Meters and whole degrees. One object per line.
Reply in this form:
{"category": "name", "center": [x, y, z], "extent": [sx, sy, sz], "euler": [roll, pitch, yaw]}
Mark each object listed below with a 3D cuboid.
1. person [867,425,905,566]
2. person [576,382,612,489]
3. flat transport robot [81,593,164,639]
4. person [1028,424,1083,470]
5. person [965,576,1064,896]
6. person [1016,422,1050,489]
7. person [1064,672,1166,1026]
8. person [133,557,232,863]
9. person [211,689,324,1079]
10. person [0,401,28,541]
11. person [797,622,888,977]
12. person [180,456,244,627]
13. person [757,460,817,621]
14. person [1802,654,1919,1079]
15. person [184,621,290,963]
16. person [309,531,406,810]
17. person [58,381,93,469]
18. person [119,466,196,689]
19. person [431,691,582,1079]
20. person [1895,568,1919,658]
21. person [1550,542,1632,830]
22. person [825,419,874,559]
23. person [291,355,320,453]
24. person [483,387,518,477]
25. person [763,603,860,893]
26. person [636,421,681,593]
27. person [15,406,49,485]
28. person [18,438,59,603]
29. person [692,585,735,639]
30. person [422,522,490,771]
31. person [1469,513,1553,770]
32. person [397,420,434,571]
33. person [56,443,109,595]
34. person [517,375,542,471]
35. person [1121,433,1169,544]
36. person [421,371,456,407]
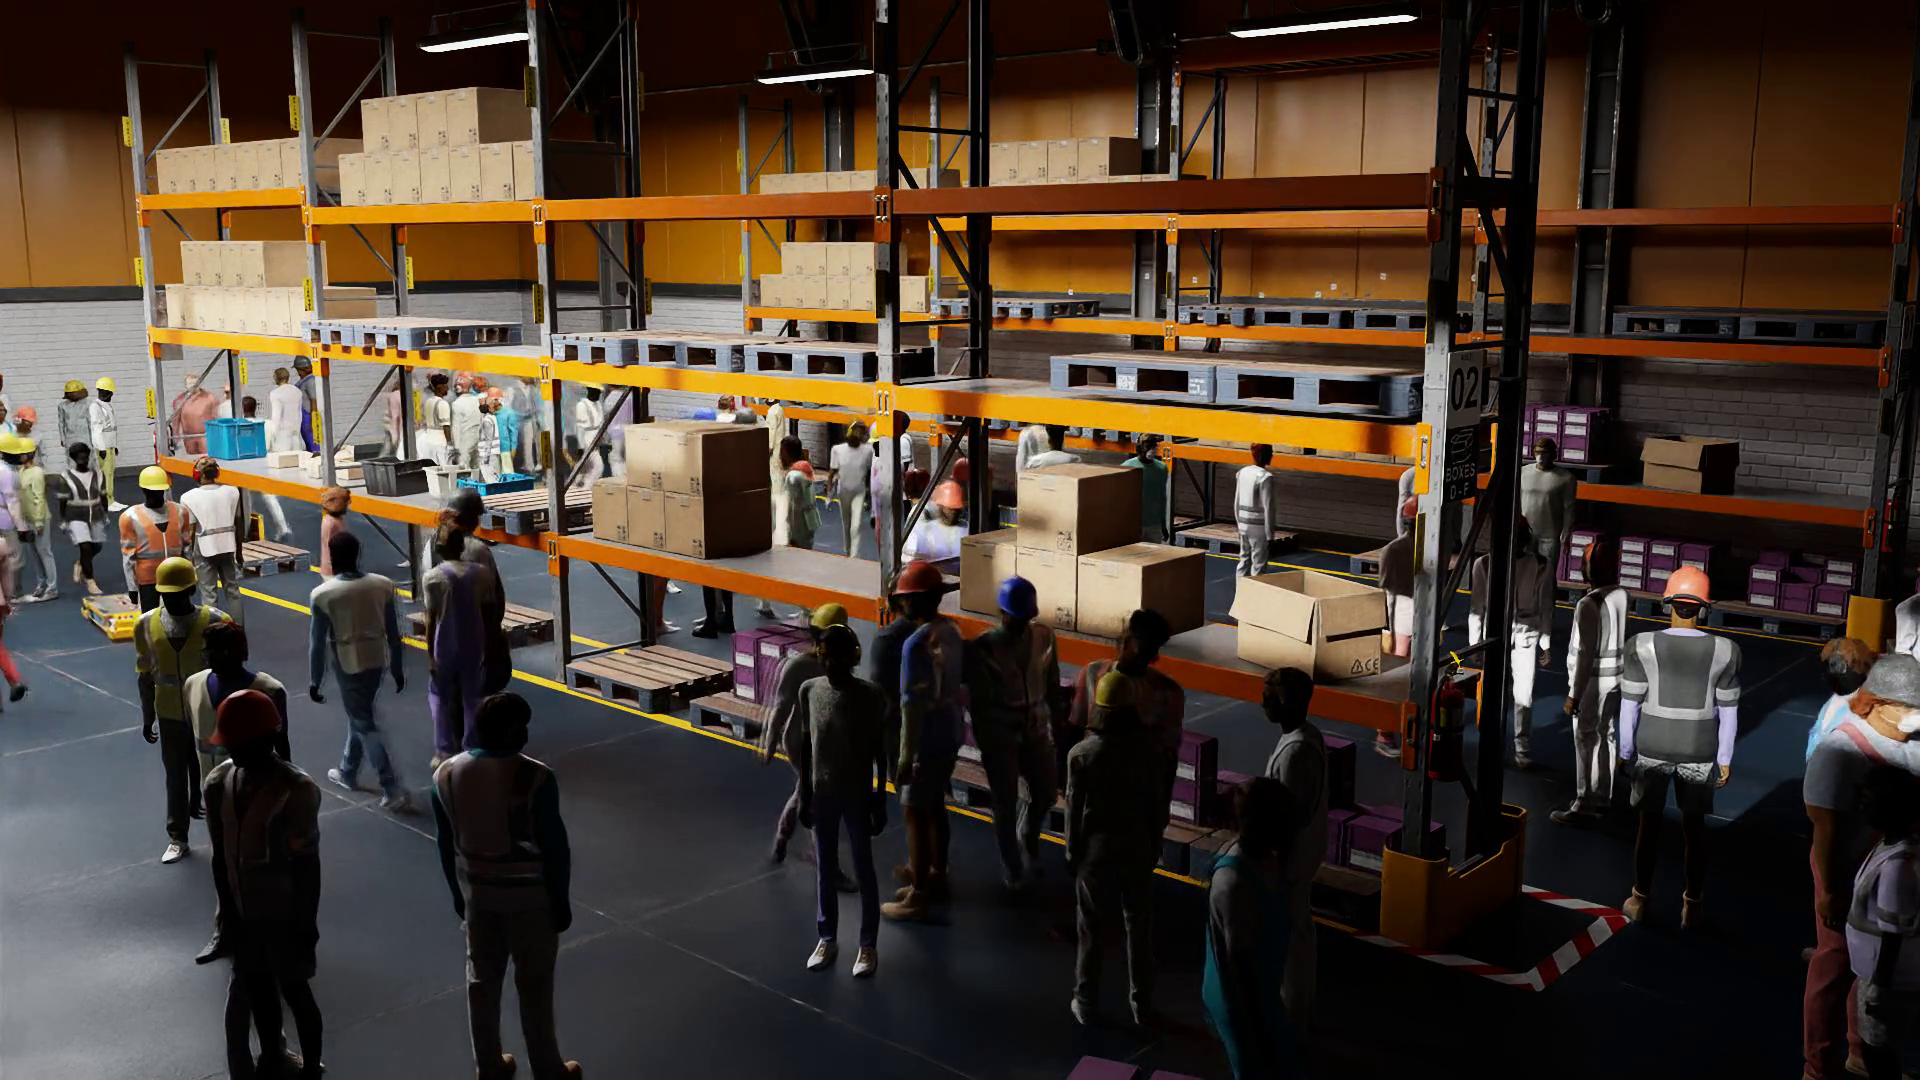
{"category": "person", "center": [-0.793, -0.282, 17.648], "extent": [0.401, 1.919, 0.582], "euler": [-6, 11, -28]}
{"category": "person", "center": [-5.292, -1.423, 24.152], "extent": [0.556, 1.897, 0.583], "euler": [2, 10, 11]}
{"category": "flat transport robot", "center": [-8.271, 0.725, 16.594], "extent": [0.652, 0.197, 1.431], "euler": [-8, 13, -37]}
{"category": "person", "center": [1.008, -0.285, 17.563], "extent": [0.605, 1.956, 0.388], "euler": [1, 10, 8]}
{"category": "person", "center": [0.335, 1.132, 9.635], "extent": [0.633, 1.917, 0.477], "euler": [-4, 11, -23]}
{"category": "person", "center": [0.983, -0.835, 21.039], "extent": [0.607, 1.818, 0.611], "euler": [-9, 13, -40]}
{"category": "person", "center": [0.748, 1.498, 8.099], "extent": [0.489, 1.735, 0.342], "euler": [-1, 10, -4]}
{"category": "person", "center": [-4.719, 1.039, 10.182], "extent": [0.584, 1.918, 0.408], "euler": [-2, 10, -9]}
{"category": "person", "center": [-2.983, 1.569, 7.145], "extent": [0.545, 1.928, 0.390], "euler": [5, 11, 24]}
{"category": "person", "center": [-12.173, -0.866, 21.144], "extent": [0.345, 1.846, 0.507], "euler": [4, 11, 22]}
{"category": "person", "center": [-0.613, 1.336, 8.652], "extent": [0.511, 1.863, 0.327], "euler": [3, 11, 19]}
{"category": "person", "center": [-6.918, 0.141, 15.448], "extent": [0.373, 1.843, 0.572], "euler": [7, 12, 35]}
{"category": "person", "center": [-1.687, 0.029, 16.589], "extent": [0.933, 1.687, 0.565], "euler": [7, 12, 33]}
{"category": "person", "center": [4.053, 1.485, 7.296], "extent": [0.681, 2.000, 0.538], "euler": [-5, 11, -27]}
{"category": "person", "center": [-3.798, 1.317, 8.788], "extent": [0.563, 1.847, 0.392], "euler": [2, 10, 9]}
{"category": "person", "center": [-4.078, 0.873, 11.269], "extent": [1.016, 1.880, 0.603], "euler": [8, 13, 38]}
{"category": "person", "center": [-13.445, -1.556, 25.336], "extent": [0.492, 1.740, 0.316], "euler": [-4, 11, -19]}
{"category": "person", "center": [-6.857, 0.315, 14.272], "extent": [0.397, 1.919, 0.581], "euler": [8, 13, 39]}
{"category": "person", "center": [-1.991, 1.572, 7.381], "extent": [0.619, 1.839, 0.430], "euler": [3, 10, 16]}
{"category": "person", "center": [6.554, 0.931, 11.238], "extent": [0.573, 1.749, 0.339], "euler": [-4, 11, -24]}
{"category": "person", "center": [4.120, 0.939, 10.822], "extent": [0.584, 1.883, 0.347], "euler": [-10, 14, -44]}
{"category": "person", "center": [-1.246, -0.484, 19.087], "extent": [0.536, 1.809, 0.951], "euler": [1, 10, 4]}
{"category": "person", "center": [-10.587, -1.983, 26.902], "extent": [0.536, 2.000, 0.673], "euler": [-6, 12, -32]}
{"category": "person", "center": [-6.707, -1.357, 24.211], "extent": [0.572, 1.742, 0.352], "euler": [4, 11, 21]}
{"category": "person", "center": [-0.922, 1.187, 9.924], "extent": [0.860, 1.708, 0.561], "euler": [9, 14, 42]}
{"category": "person", "center": [-3.276, -0.336, 17.974], "extent": [0.404, 1.906, 0.651], "euler": [10, 14, 44]}
{"category": "person", "center": [-12.093, -0.875, 21.522], "extent": [0.526, 1.722, 0.586], "euler": [10, 14, 44]}
{"category": "person", "center": [-9.885, -0.218, 17.723], "extent": [0.525, 1.760, 0.341], "euler": [9, 14, 42]}
{"category": "person", "center": [-2.445, -0.016, 16.125], "extent": [0.419, 1.928, 0.548], "euler": [7, 12, 34]}
{"category": "person", "center": [-3.615, 0.773, 11.930], "extent": [0.511, 1.827, 0.556], "euler": [-7, 12, -36]}
{"category": "person", "center": [3.978, 0.730, 12.036], "extent": [0.586, 1.879, 0.363], "euler": [1, 10, 6]}
{"category": "person", "center": [-6.360, -0.585, 19.383], "extent": [0.409, 1.908, 0.639], "euler": [-8, 13, -39]}
{"category": "person", "center": [-9.595, -0.247, 18.170], "extent": [0.700, 1.667, 0.537], "euler": [7, 12, 36]}
{"category": "person", "center": [-7.293, -2.035, 28.080], "extent": [0.489, 1.730, 0.324], "euler": [5, 11, 24]}
{"category": "person", "center": [1.841, -0.132, 16.727], "extent": [0.627, 1.940, 0.371], "euler": [-6, 12, -31]}
{"category": "person", "center": [-7.956, -1.636, 25.408], "extent": [0.666, 1.904, 0.538], "euler": [-7, 12, -34]}
